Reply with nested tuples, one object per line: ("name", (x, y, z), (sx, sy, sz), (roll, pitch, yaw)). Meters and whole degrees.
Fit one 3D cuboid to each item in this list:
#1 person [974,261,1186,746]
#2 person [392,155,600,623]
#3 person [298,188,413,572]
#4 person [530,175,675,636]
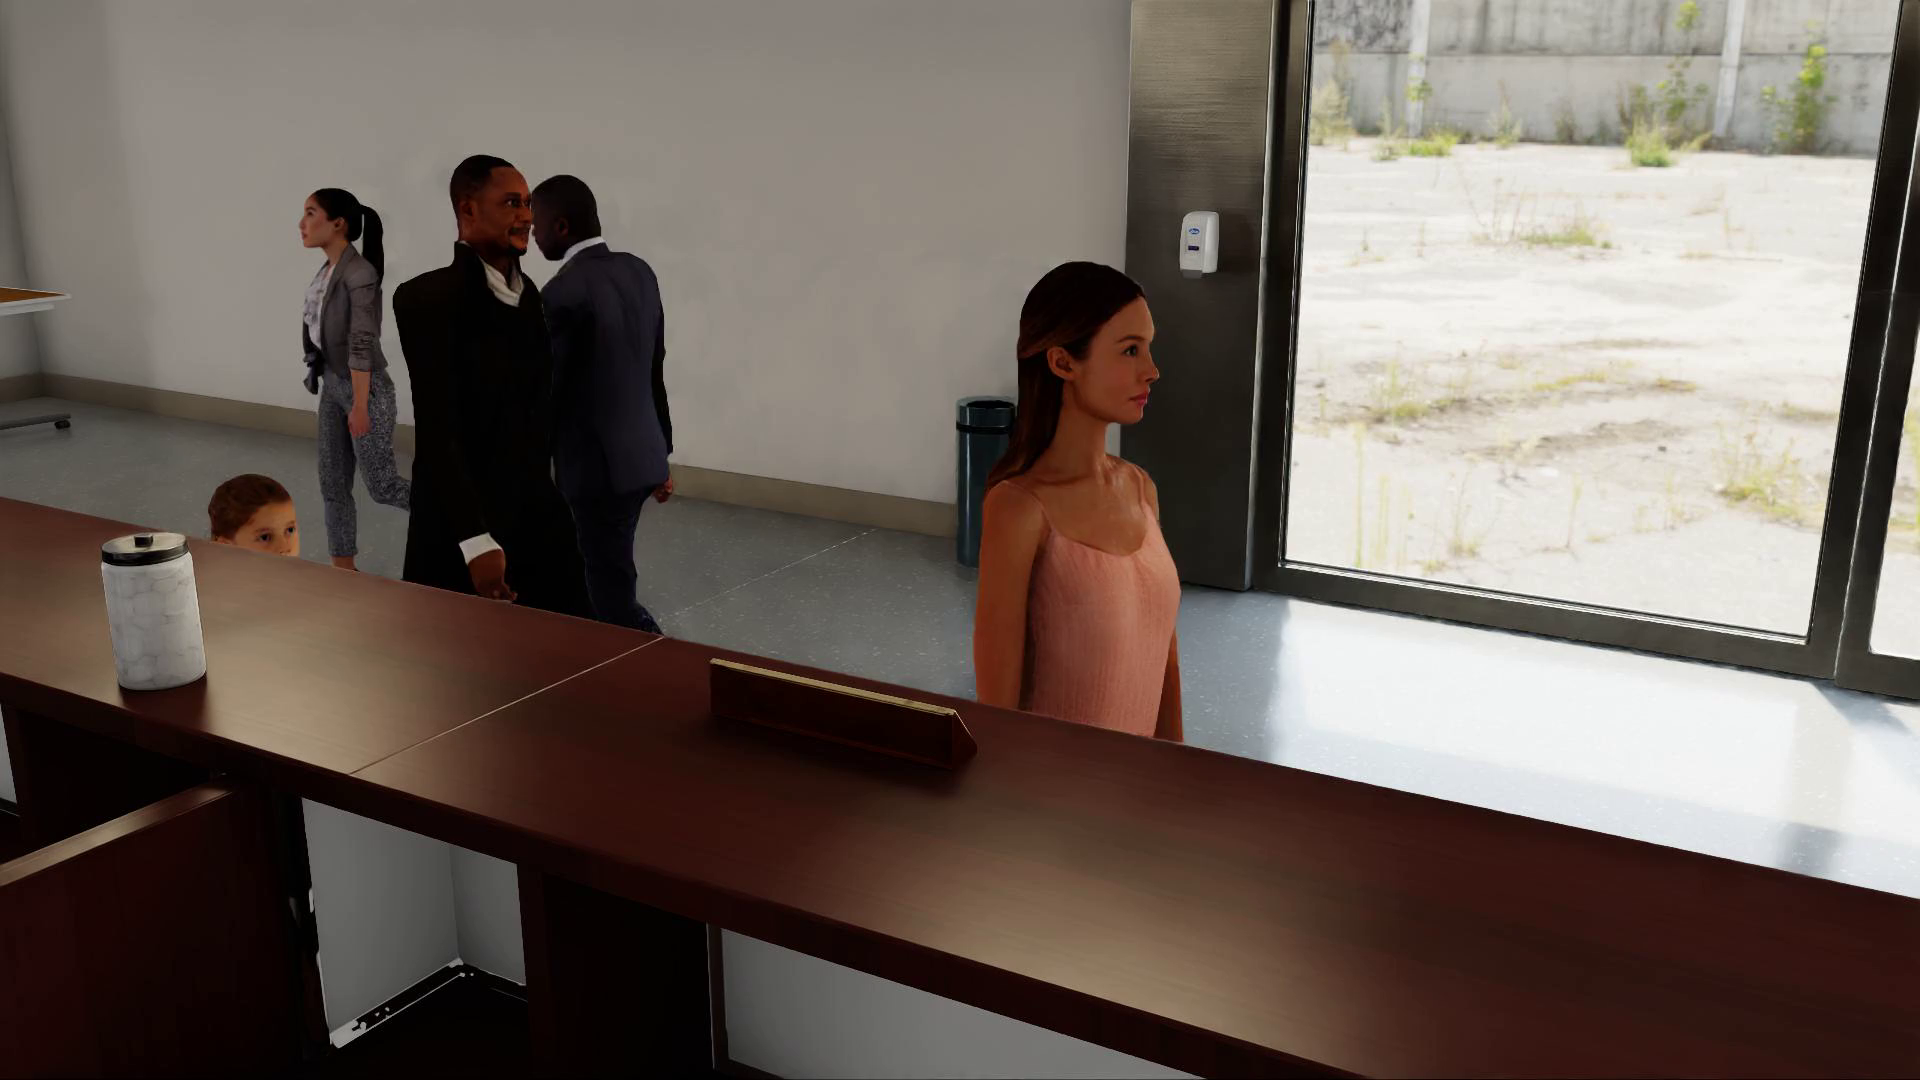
("person", (0.111, 0.461, 2.748), (0.721, 1.825, 0.618), (12, 20, 37))
("person", (-1.371, -0.053, 4.503), (0.728, 1.862, 1.231), (9, 18, 28))
("person", (-2.312, -0.542, 6.623), (1.053, 1.654, 0.827), (-12, 20, -37))
("person", (-1.032, -0.187, 5.100), (0.851, 1.796, 1.024), (8, 18, 26))
